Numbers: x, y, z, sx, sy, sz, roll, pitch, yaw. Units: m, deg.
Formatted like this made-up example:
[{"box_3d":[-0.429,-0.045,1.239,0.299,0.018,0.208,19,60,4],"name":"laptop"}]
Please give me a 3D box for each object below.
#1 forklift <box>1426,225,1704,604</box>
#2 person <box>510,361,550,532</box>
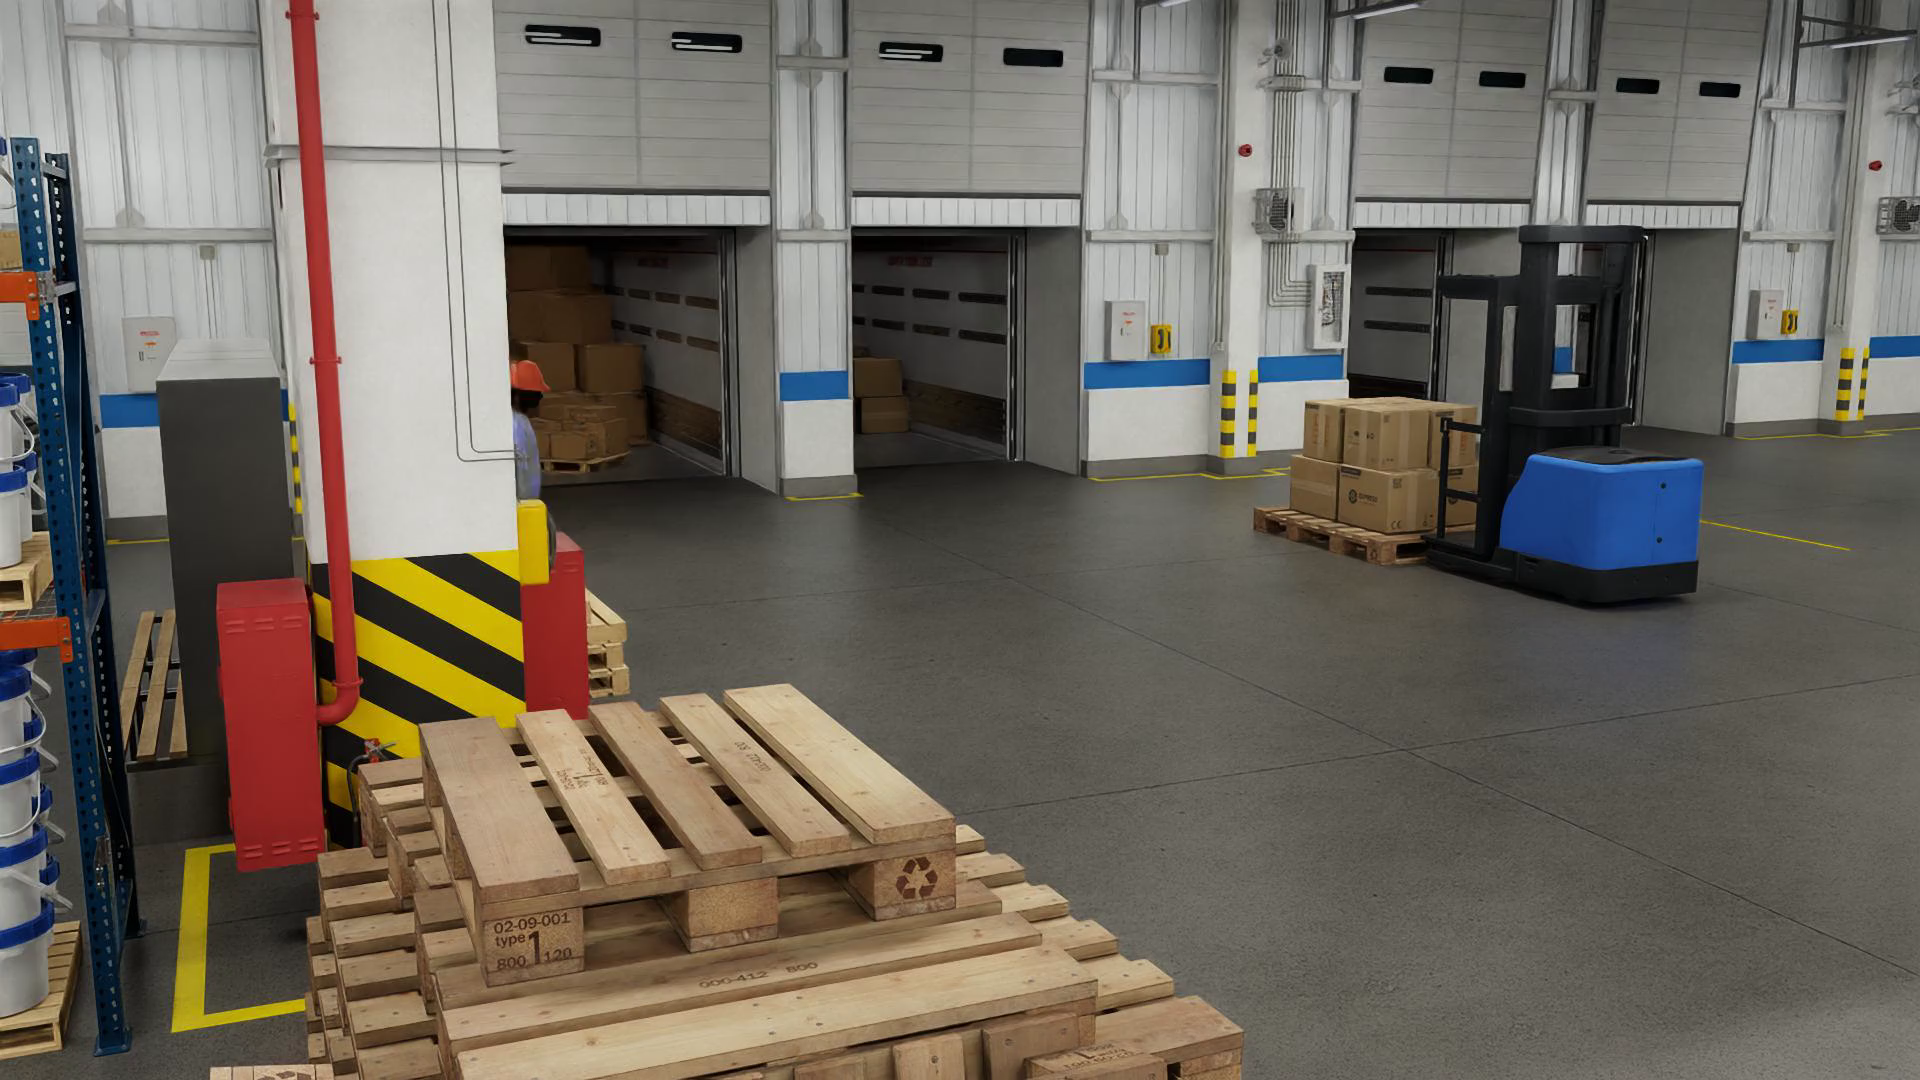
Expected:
[{"box_3d":[4.755,-1.046,12.953,1.129,2.768,1.873,-4,11,-23],"name":"forklift"},{"box_3d":[-2.878,-0.271,11.377,0.800,1.901,0.568,-3,11,-14],"name":"person"}]
